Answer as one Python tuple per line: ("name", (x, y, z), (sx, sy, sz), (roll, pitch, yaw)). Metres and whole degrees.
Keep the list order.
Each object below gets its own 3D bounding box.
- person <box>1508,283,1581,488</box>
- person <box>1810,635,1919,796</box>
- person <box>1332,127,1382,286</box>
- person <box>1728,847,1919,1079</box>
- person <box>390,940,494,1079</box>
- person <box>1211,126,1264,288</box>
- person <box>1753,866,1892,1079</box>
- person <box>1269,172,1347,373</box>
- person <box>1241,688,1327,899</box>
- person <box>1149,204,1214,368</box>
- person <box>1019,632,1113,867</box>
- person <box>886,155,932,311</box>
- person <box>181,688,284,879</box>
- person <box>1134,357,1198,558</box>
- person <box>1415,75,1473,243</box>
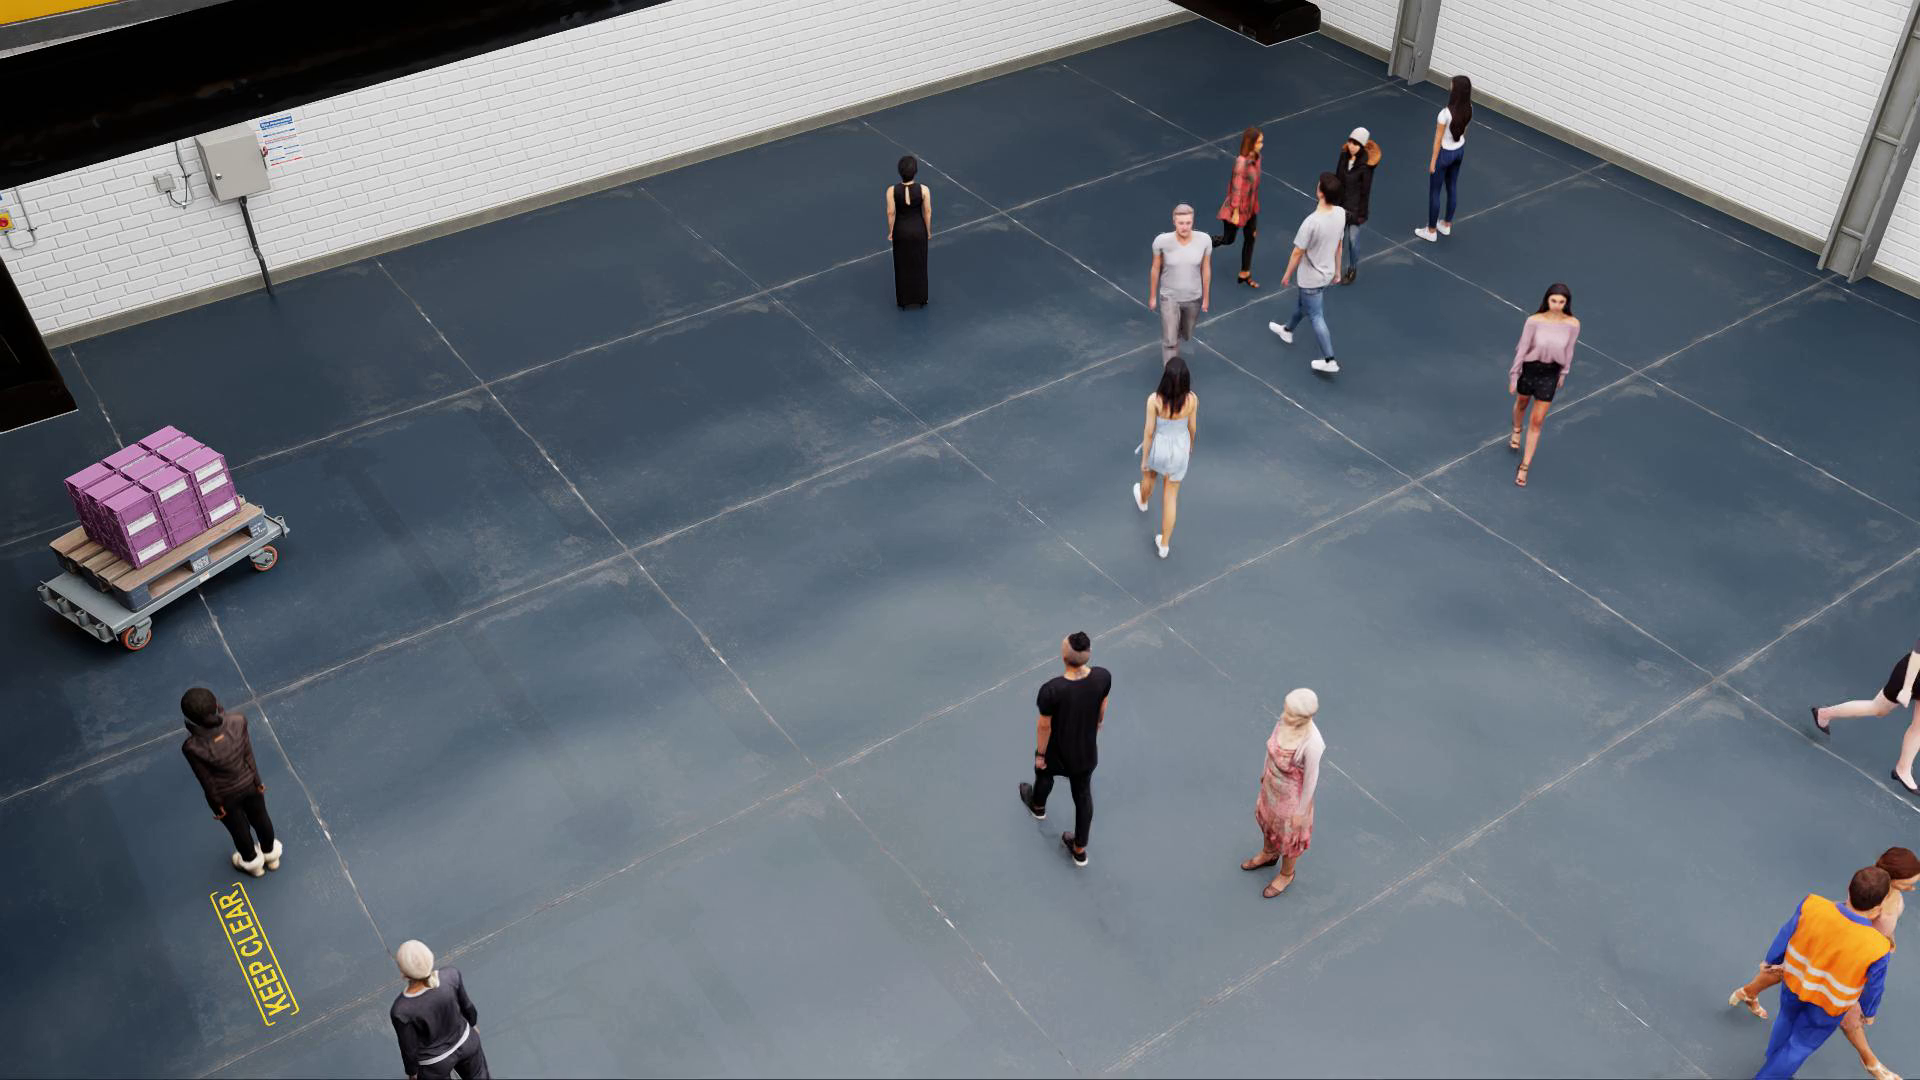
("person", (4.833, -1.391, 13.963), (1.123, 1.758, 1.136), (9, 40, 11))
("person", (6.281, 0.867, 11.099), (0.666, 1.804, 1.118), (-28, 46, -30))
("person", (3.877, -3.326, 16.487), (0.689, 1.632, 0.542), (-28, 46, -30))
("person", (4.869, 2.262, 9.377), (1.271, 1.773, 0.921), (21, 43, 24))
("person", (-2.758, 2.697, 8.871), (0.602, 1.724, 0.652), (28, 46, 30))
("person", (2.705, -3.302, 16.419), (1.073, 1.679, 0.816), (23, 44, 26))
("person", (4.620, 2.470, 9.058), (0.805, 1.845, 0.669), (-23, 44, -26))
("person", (3.300, -2.388, 15.141), (0.715, 1.846, 1.211), (-26, 45, -28))
("person", (2.043, 1.540, 10.341), (0.684, 1.698, 0.553), (-16, 41, -19))
("person", (1.972, -2.228, 14.974), (1.043, 1.805, 1.212), (-2, 39, -2))
("person", (0.735, 1.336, 10.483), (0.832, 1.840, 1.048), (-16, 41, -19))
("person", (-0.488, -2.955, 16.045), (0.652, 1.604, 0.662), (-3, 39, -4))
("person", (-4.524, 1.539, 10.373), (0.630, 1.659, 0.729), (-30, 48, -32))
("person", (1.643, -0.615, 13.040), (0.941, 1.697, 1.142), (-4, 39, -5))
("person", (5.038, -3.934, 17.135), (0.586, 1.774, 0.518), (-22, 43, -25))
